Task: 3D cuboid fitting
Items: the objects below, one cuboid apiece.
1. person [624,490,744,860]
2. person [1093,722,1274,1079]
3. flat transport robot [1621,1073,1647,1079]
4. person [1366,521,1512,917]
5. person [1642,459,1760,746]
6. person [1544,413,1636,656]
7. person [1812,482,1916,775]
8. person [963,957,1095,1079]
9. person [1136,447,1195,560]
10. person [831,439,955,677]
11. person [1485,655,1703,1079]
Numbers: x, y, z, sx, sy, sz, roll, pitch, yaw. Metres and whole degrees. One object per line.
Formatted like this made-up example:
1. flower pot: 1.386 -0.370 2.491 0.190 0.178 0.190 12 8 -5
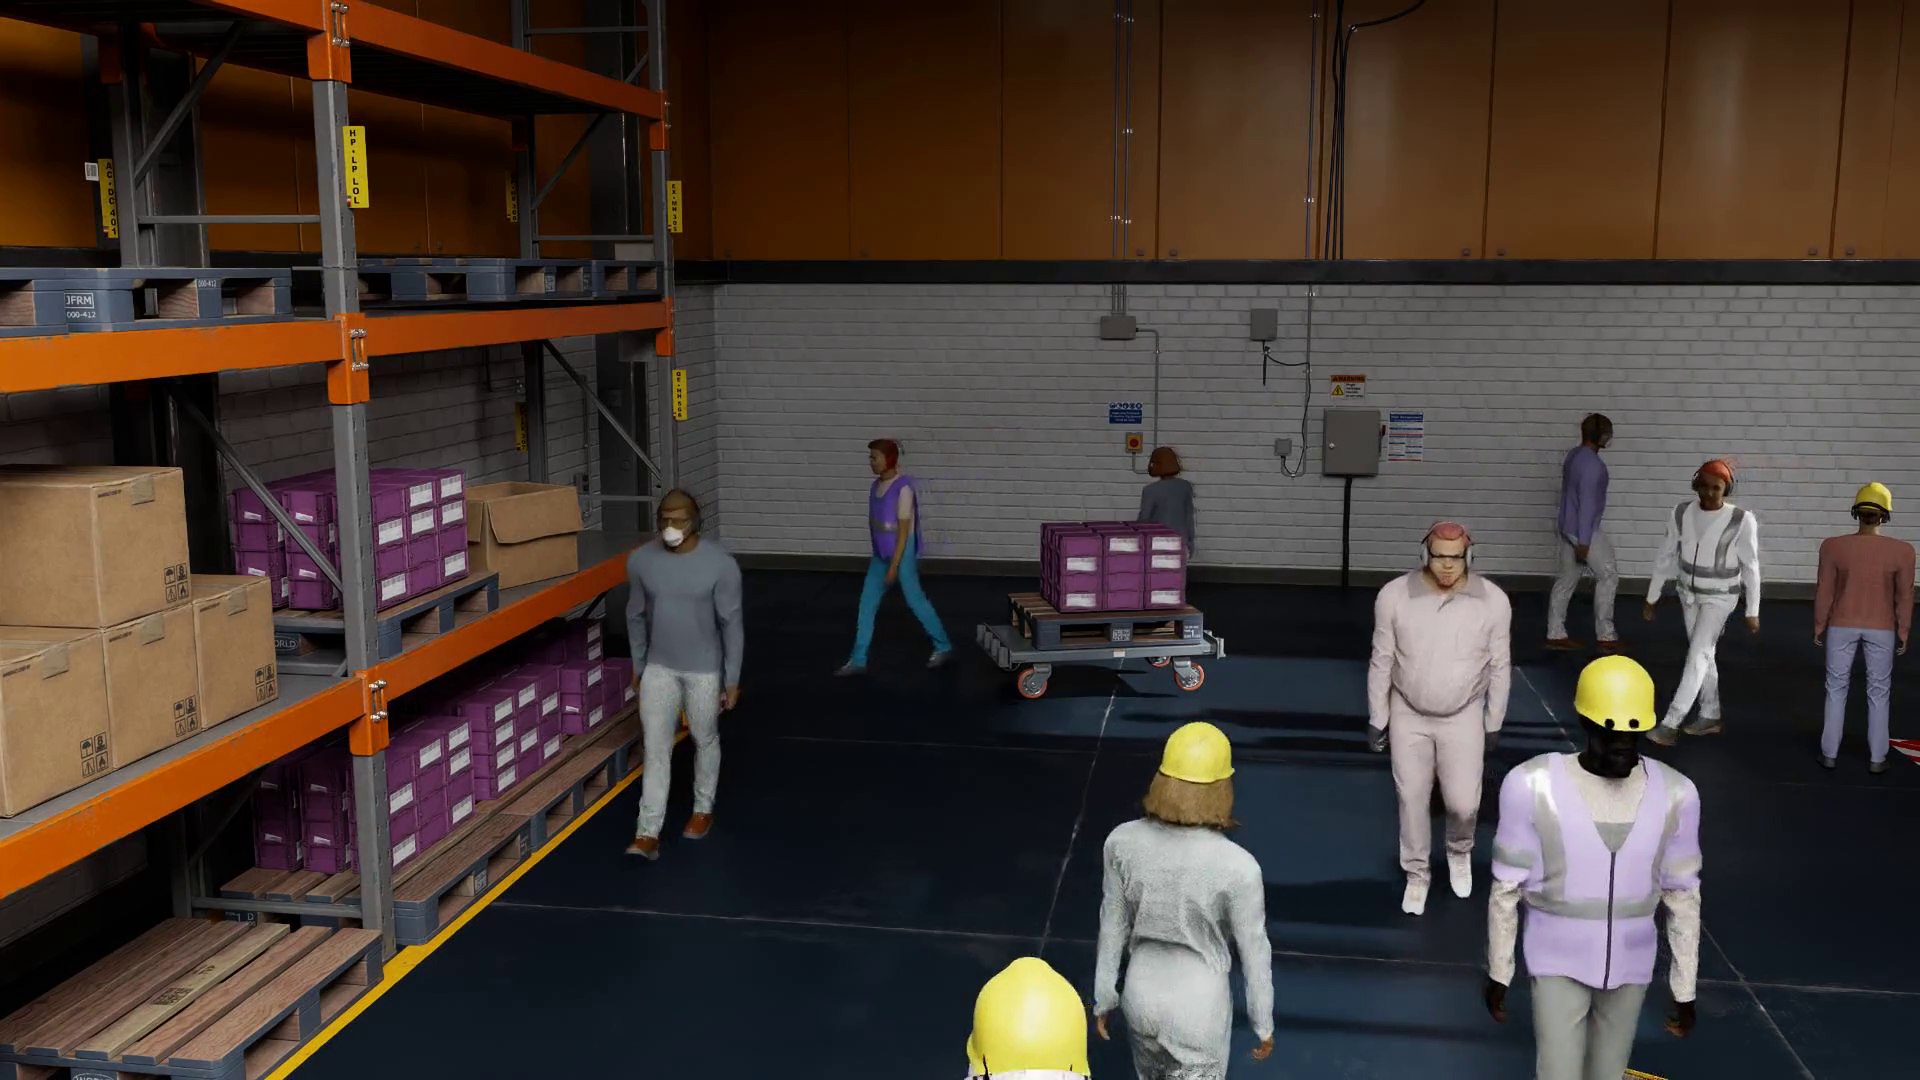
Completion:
1. person: -1.453 0.703 8.572 0.659 1.899 0.969 1 9 7
2. person: 0.691 1.377 4.955 0.520 1.723 0.573 6 11 33
3. flat transport robot: 2.081 2.036 5.376 0.652 0.197 1.431 7 12 36
4. person: 2.238 0.834 7.825 0.638 1.887 0.432 3 10 20
5. person: 4.672 0.404 10.611 0.924 1.835 0.636 -5 10 -28
6. person: 5.051 -0.046 13.171 0.794 1.912 0.646 0 9 2
7. person: 5.450 0.532 10.060 0.533 1.767 0.327 5 10 27
8. person: 0.122 1.658 2.973 0.604 1.812 0.571 -2 9 -14
9. person: 1.602 0.036 13.591 0.527 1.597 0.776 -7 11 -36
10. person: -0.469 0.120 12.537 0.999 1.797 0.565 -7 11 -36
11. person: 1.907 1.284 4.957 0.610 1.912 0.491 0 9 -1
